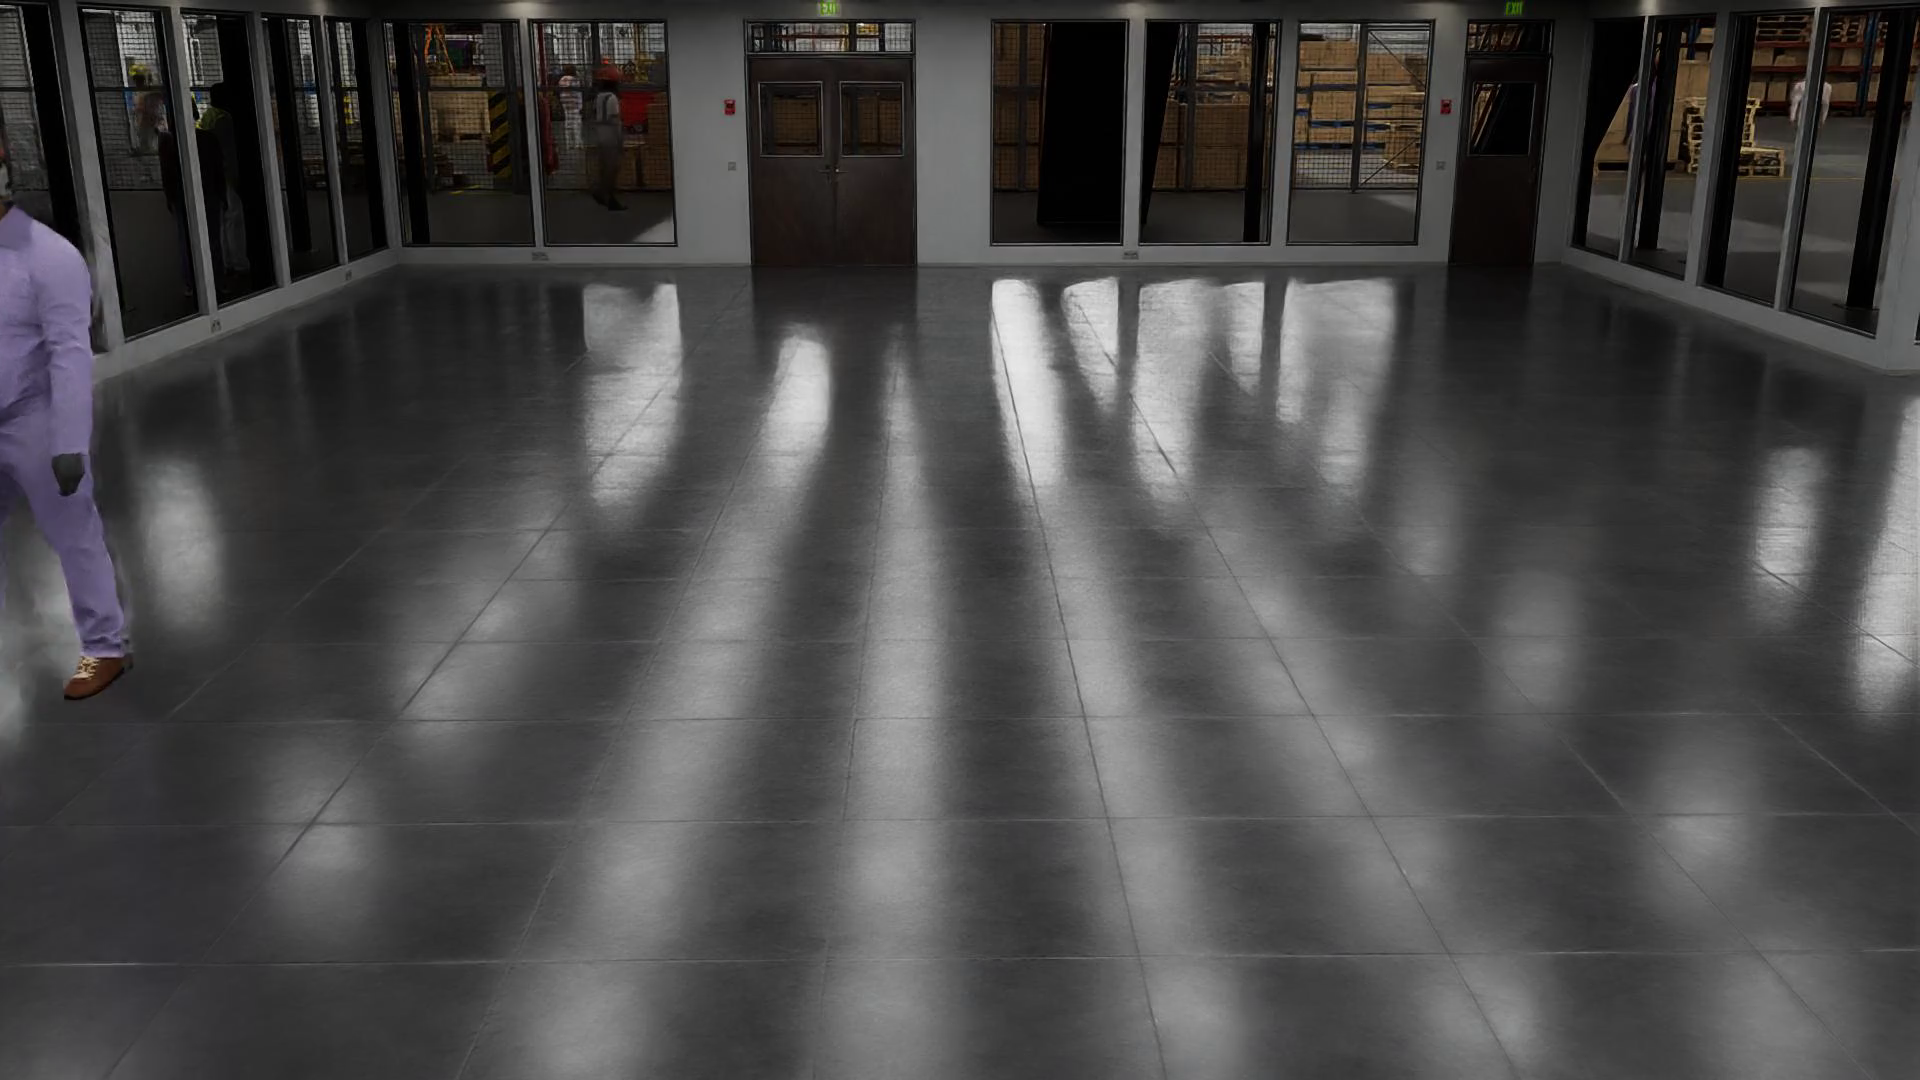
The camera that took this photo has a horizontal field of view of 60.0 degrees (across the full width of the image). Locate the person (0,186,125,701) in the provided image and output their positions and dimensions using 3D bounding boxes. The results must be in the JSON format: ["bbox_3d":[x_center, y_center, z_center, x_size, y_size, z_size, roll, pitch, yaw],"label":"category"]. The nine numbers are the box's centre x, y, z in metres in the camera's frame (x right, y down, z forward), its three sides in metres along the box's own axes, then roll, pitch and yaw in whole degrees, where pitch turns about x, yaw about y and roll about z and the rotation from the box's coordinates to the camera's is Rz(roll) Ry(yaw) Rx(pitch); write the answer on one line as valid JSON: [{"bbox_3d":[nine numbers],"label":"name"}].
[{"bbox_3d":[-3.061,-0.316,5.225,0.668,1.870,0.898,2,17,8],"label":"person"}]
